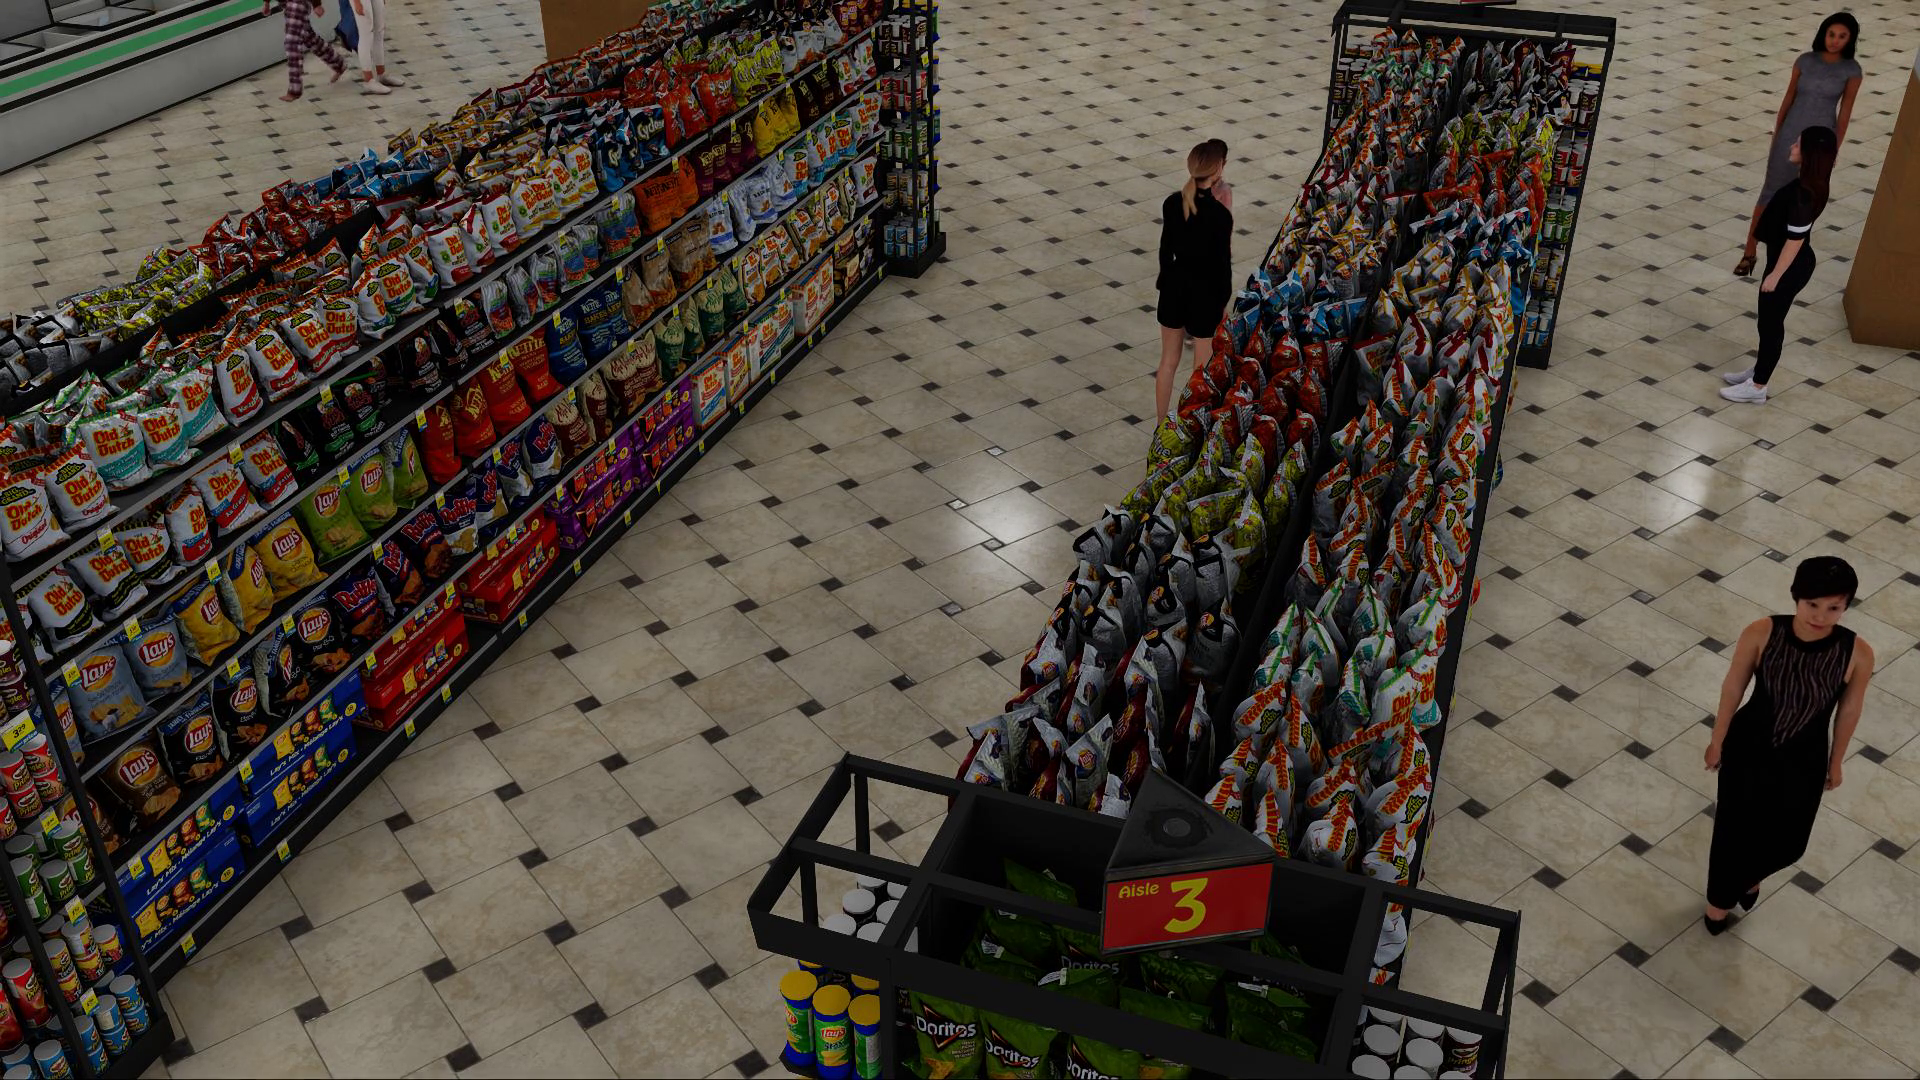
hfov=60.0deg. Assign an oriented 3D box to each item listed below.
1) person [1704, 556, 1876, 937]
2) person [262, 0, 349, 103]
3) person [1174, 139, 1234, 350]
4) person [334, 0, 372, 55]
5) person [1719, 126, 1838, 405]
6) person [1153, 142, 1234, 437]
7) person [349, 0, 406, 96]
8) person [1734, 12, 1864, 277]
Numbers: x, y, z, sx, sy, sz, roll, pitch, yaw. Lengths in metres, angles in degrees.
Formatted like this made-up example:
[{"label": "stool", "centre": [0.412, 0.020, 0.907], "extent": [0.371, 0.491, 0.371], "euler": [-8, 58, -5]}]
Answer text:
[{"label": "person", "centre": [2.893, 0.745, 5.904], "extent": [0.630, 1.510, 0.613], "euler": [14, 35, 22]}, {"label": "person", "centre": [-5.782, -4.747, 14.589], "extent": [0.751, 1.658, 1.127], "euler": [17, 36, 25]}, {"label": "person", "centre": [1.523, -1.850, 10.272], "extent": [0.607, 1.301, 0.723], "euler": [21, 38, 30]}, {"label": "person", "centre": [-5.823, -5.357, 15.453], "extent": [0.634, 1.781, 0.738], "euler": [13, 34, 20]}, {"label": "person", "centre": [4.705, -1.559, 9.484], "extent": [0.698, 1.639, 0.566], "euler": [16, 35, 24]}, {"label": "person", "centre": [1.240, -1.263, 8.886], "extent": [0.622, 1.768, 0.582], "euler": [19, 37, 28]}, {"label": "person", "centre": [-5.251, -4.816, 14.662], "extent": [0.638, 1.699, 0.467], "euler": [9, 33, 14]}, {"label": "person", "centre": [5.664, -2.639, 11.110], "extent": [0.768, 1.755, 1.004], "euler": [21, 38, 30]}]
